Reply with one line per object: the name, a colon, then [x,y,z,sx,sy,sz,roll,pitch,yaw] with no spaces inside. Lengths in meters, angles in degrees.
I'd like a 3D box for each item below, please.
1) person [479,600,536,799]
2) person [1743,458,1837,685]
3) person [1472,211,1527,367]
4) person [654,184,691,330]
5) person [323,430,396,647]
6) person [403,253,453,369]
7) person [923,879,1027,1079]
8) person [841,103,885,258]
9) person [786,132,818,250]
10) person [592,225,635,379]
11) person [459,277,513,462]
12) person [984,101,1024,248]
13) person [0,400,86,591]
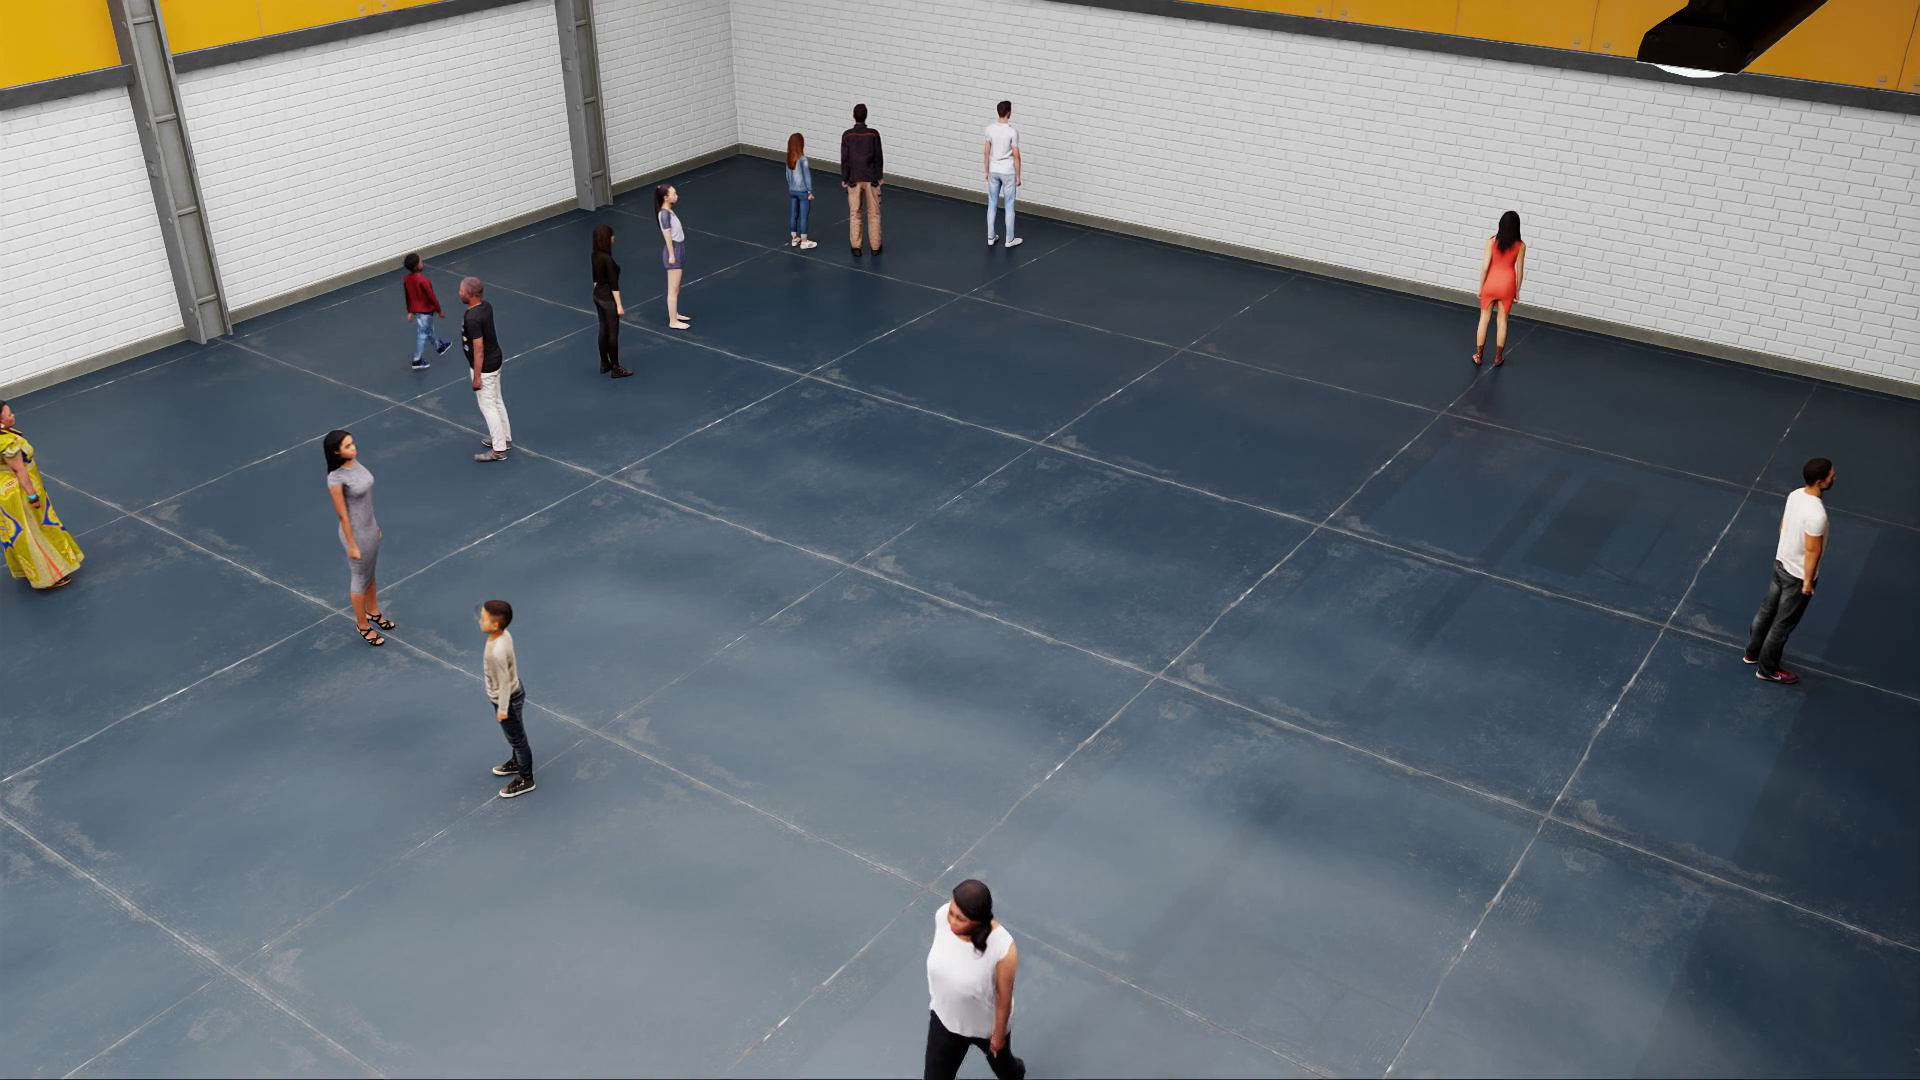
person: [-3.061,1.040,11.233,0.673,1.466,0.638,-9,30,-17]
person: [6.219,0.204,12.412,0.778,1.804,0.665,1,29,1]
person: [5.771,-2.694,17.814,0.662,1.719,0.635,7,29,12]
person: [-3.276,-3.228,18.864,0.727,1.651,0.657,-3,29,-6]
person: [-4.659,-0.031,12.868,0.721,1.781,0.608,3,29,5]
person: [-5.814,-2.437,17.855,0.502,1.229,0.855,18,33,30]
person: [0.100,2.398,8.550,0.657,1.651,1.067,20,34,32]
person: [-1.227,-4.542,20.988,0.791,1.924,0.830,-2,29,-4]
person: [-2.067,-4.492,21.366,0.596,1.475,0.529,24,37,37]
person: [-3.742,-2.536,17.605,0.589,1.641,0.636,-22,36,-35]
person: [-4.505,-1.634,15.782,0.824,1.804,0.728,0,29,-1]
person: [0.541,-4.709,21.371,0.677,1.850,0.564,15,32,25]
person: [-7.722,-0.388,13.648,0.881,1.660,0.805,23,36,36]
